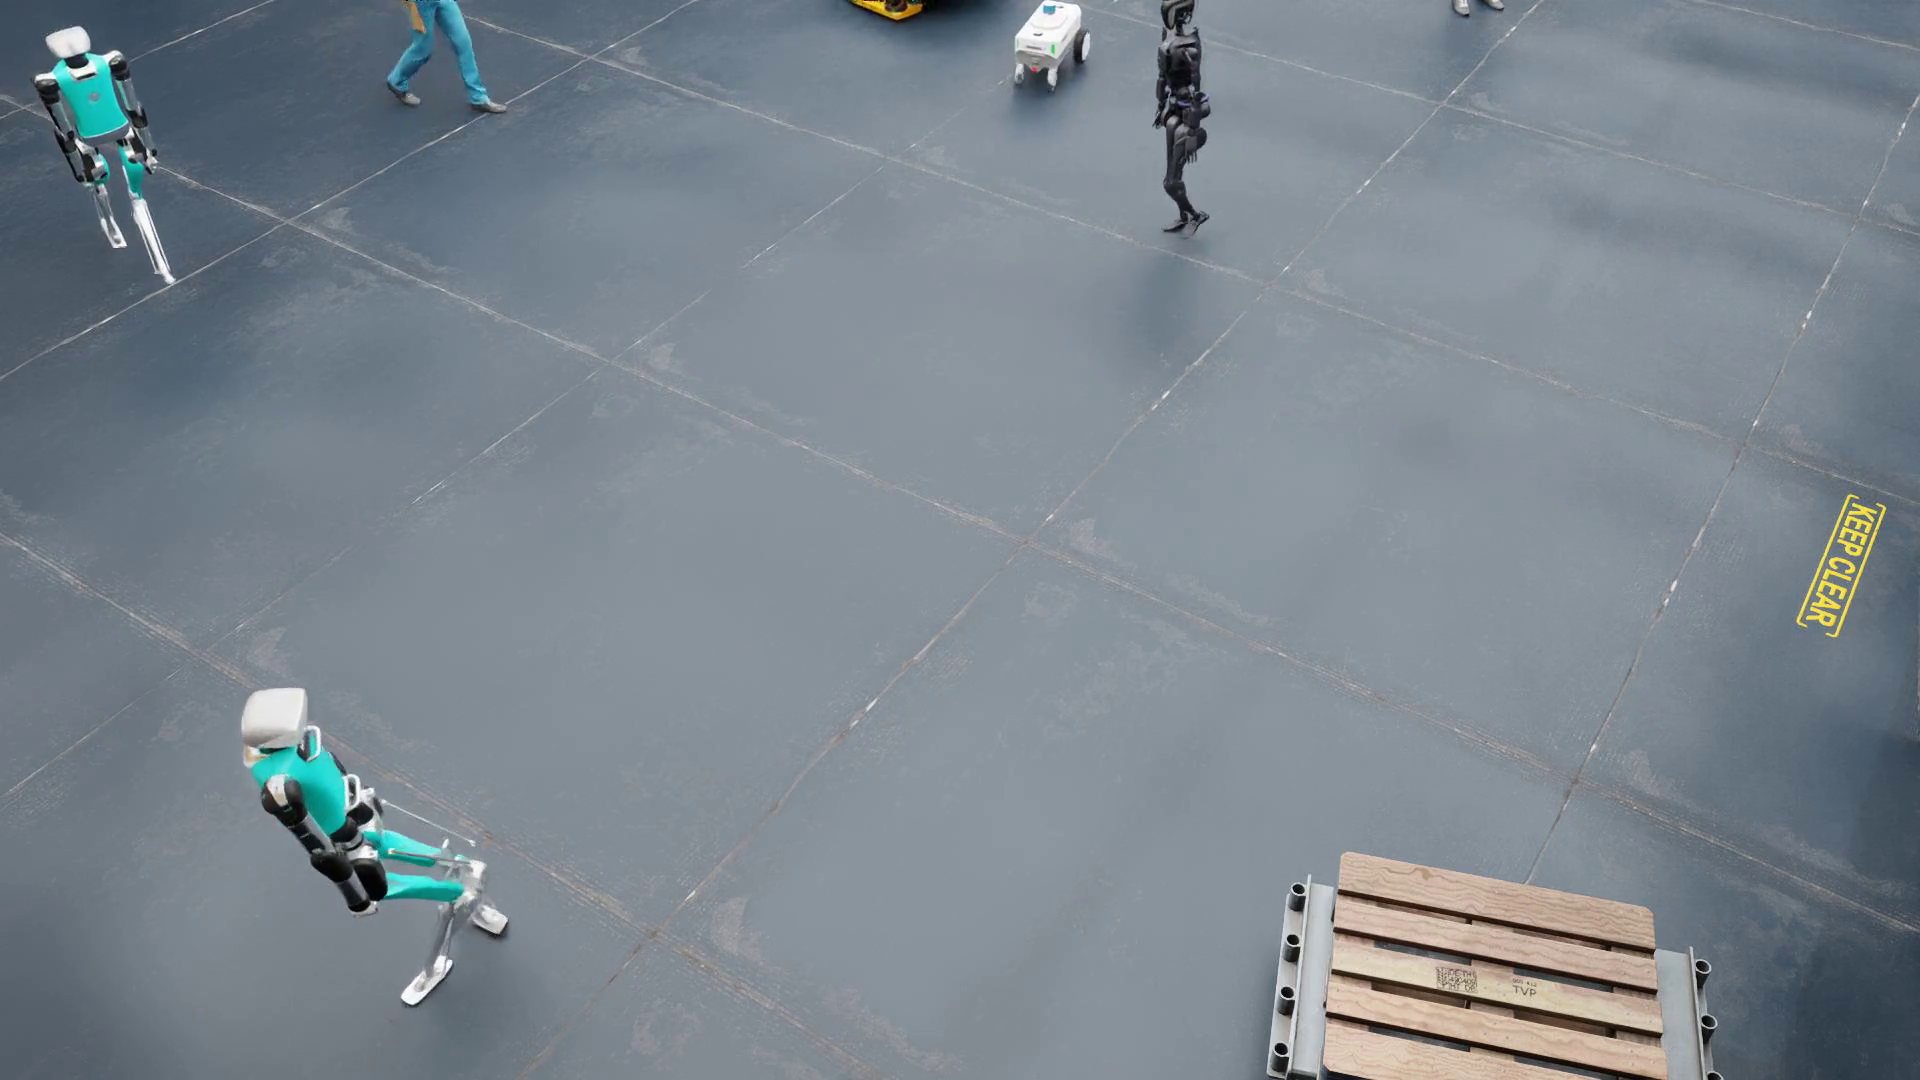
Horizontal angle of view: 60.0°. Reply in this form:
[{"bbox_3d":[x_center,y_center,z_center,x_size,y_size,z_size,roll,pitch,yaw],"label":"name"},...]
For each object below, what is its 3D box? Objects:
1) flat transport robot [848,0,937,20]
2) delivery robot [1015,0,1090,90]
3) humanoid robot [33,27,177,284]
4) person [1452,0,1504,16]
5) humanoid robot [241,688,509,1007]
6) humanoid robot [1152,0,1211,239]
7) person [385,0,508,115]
[{"bbox_3d":[-0.276,-4.813,14.165,0.659,0.231,1.431,31,50,30],"label":"flat transport robot"},{"bbox_3d":[0.686,-3.894,12.914,0.499,0.584,0.783,14,44,15],"label":"delivery robot"},{"bbox_3d":[-5.433,-2.494,10.485,0.552,1.768,1.004,-29,49,-28],"label":"humanoid robot"},{"bbox_3d":[4.338,-5.211,13.357,0.560,1.938,0.430,-13,43,-14],"label":"person"},{"bbox_3d":[-2.100,1.141,6.394,0.873,1.766,0.607,-11,43,-12],"label":"humanoid robot"},{"bbox_3d":[1.451,-2.749,10.803,0.382,1.634,0.608,-12,43,-14],"label":"humanoid robot"},{"bbox_3d":[-3.896,-3.946,12.041,0.890,1.807,0.576,11,43,12],"label":"person"}]
